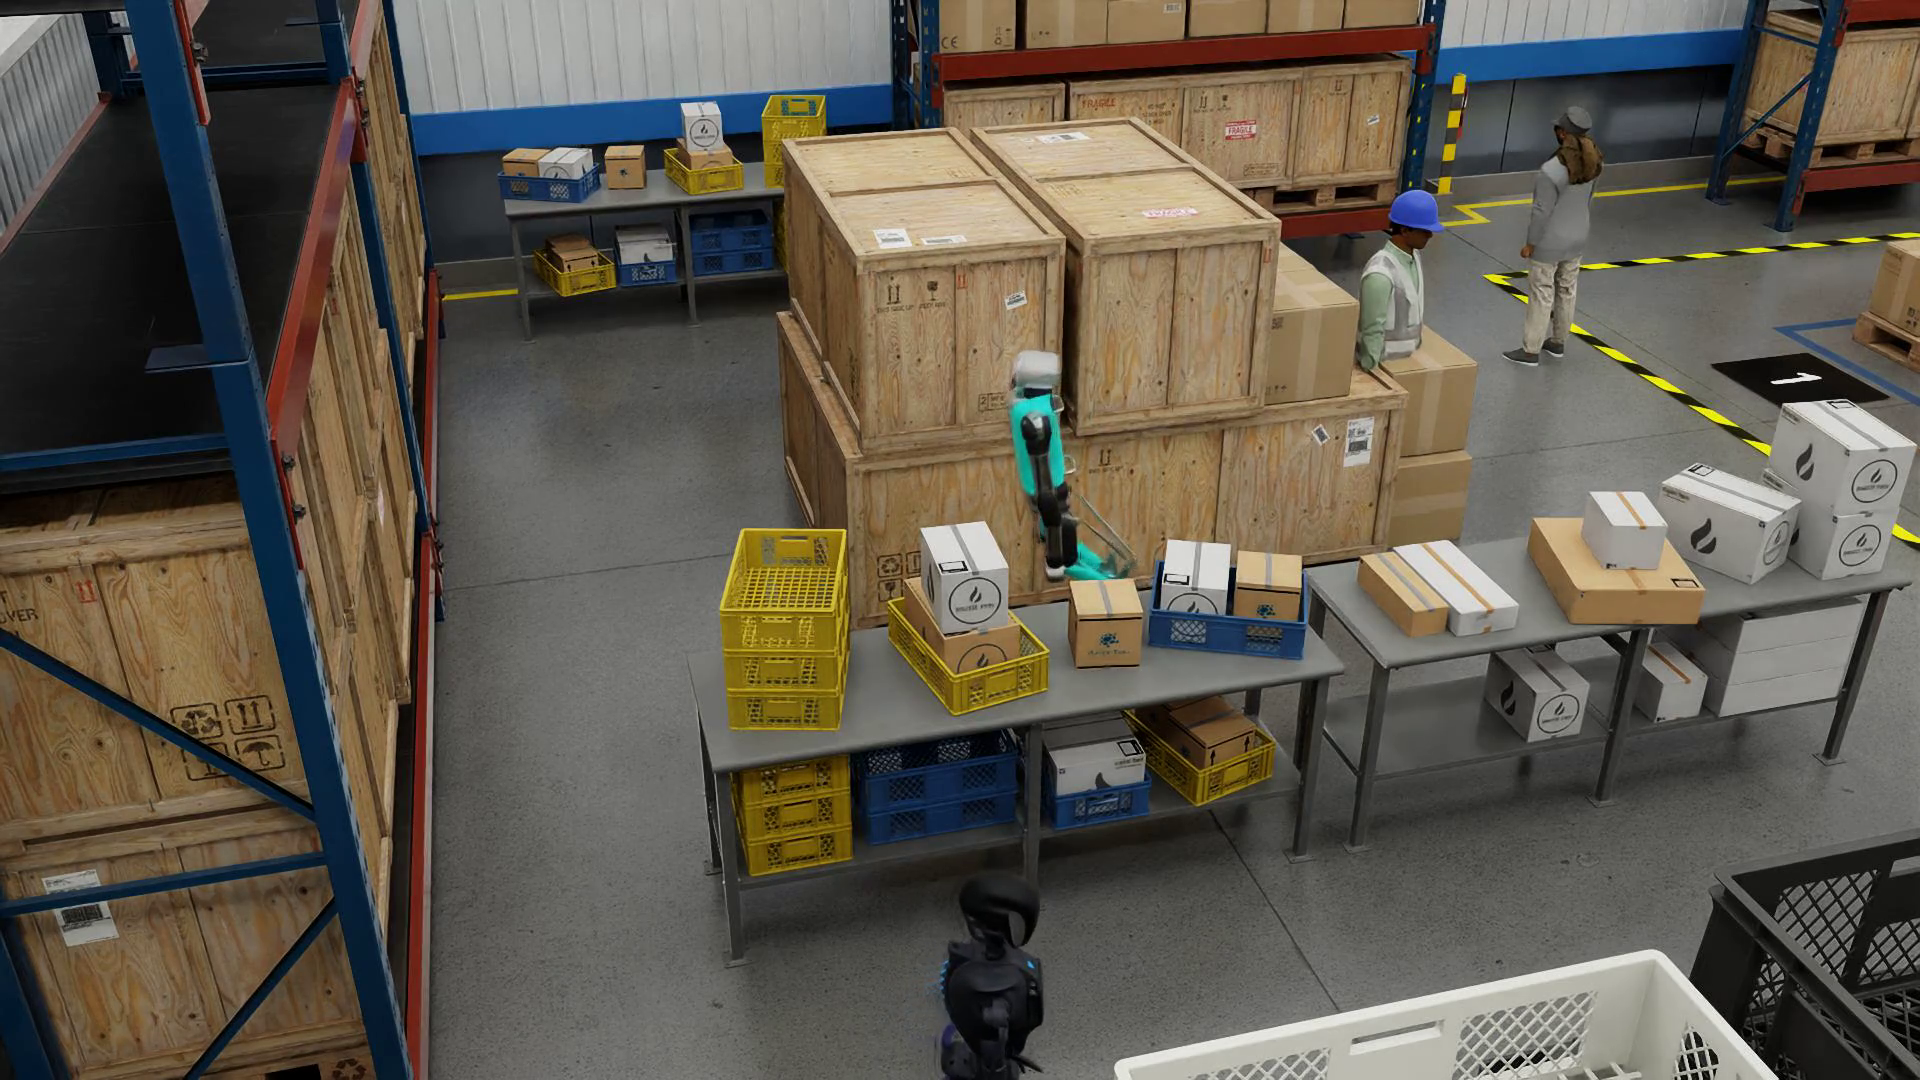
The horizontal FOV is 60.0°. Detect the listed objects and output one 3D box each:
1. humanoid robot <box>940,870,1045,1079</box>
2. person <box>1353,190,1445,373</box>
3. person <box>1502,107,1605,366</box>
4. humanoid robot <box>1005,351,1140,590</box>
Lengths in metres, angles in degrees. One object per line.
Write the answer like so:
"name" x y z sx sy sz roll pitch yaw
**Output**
"humanoid robot" 0.115 1.606 4.731 0.341 1.648 0.609 0 29 0
"person" 2.354 -0.985 9.180 0.410 1.939 0.606 18 33 29
"person" 4.051 -2.045 11.271 0.561 1.769 0.395 -17 33 -28
"humanoid robot" 0.632 -0.035 7.669 0.872 1.782 0.595 -1 29 -2
